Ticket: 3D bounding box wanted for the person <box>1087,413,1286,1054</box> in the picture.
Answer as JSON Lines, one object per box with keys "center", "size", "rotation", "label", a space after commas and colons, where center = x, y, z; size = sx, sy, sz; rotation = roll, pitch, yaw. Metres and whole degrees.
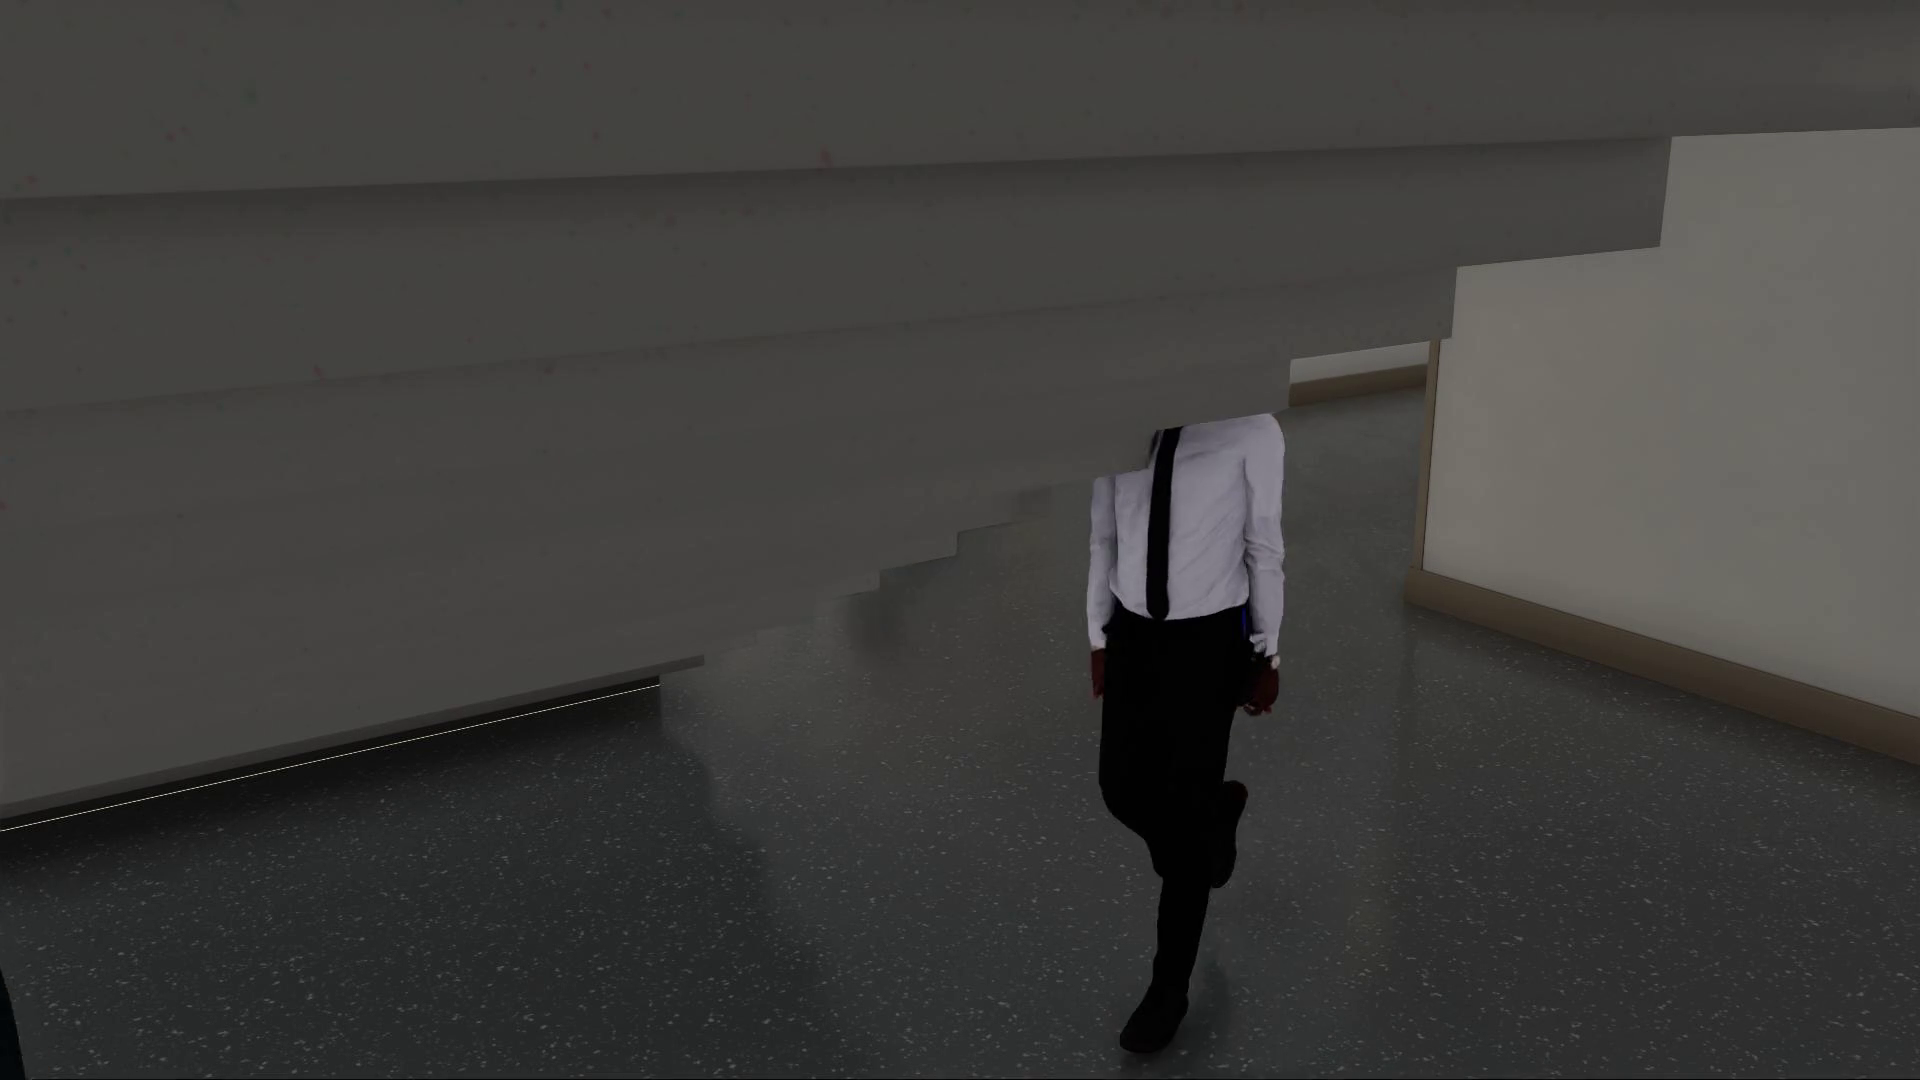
{"center": [0.578, 0.268, 4.084], "size": [1.126, 1.812, 1.005], "rotation": [9, 18, 29], "label": "person"}
